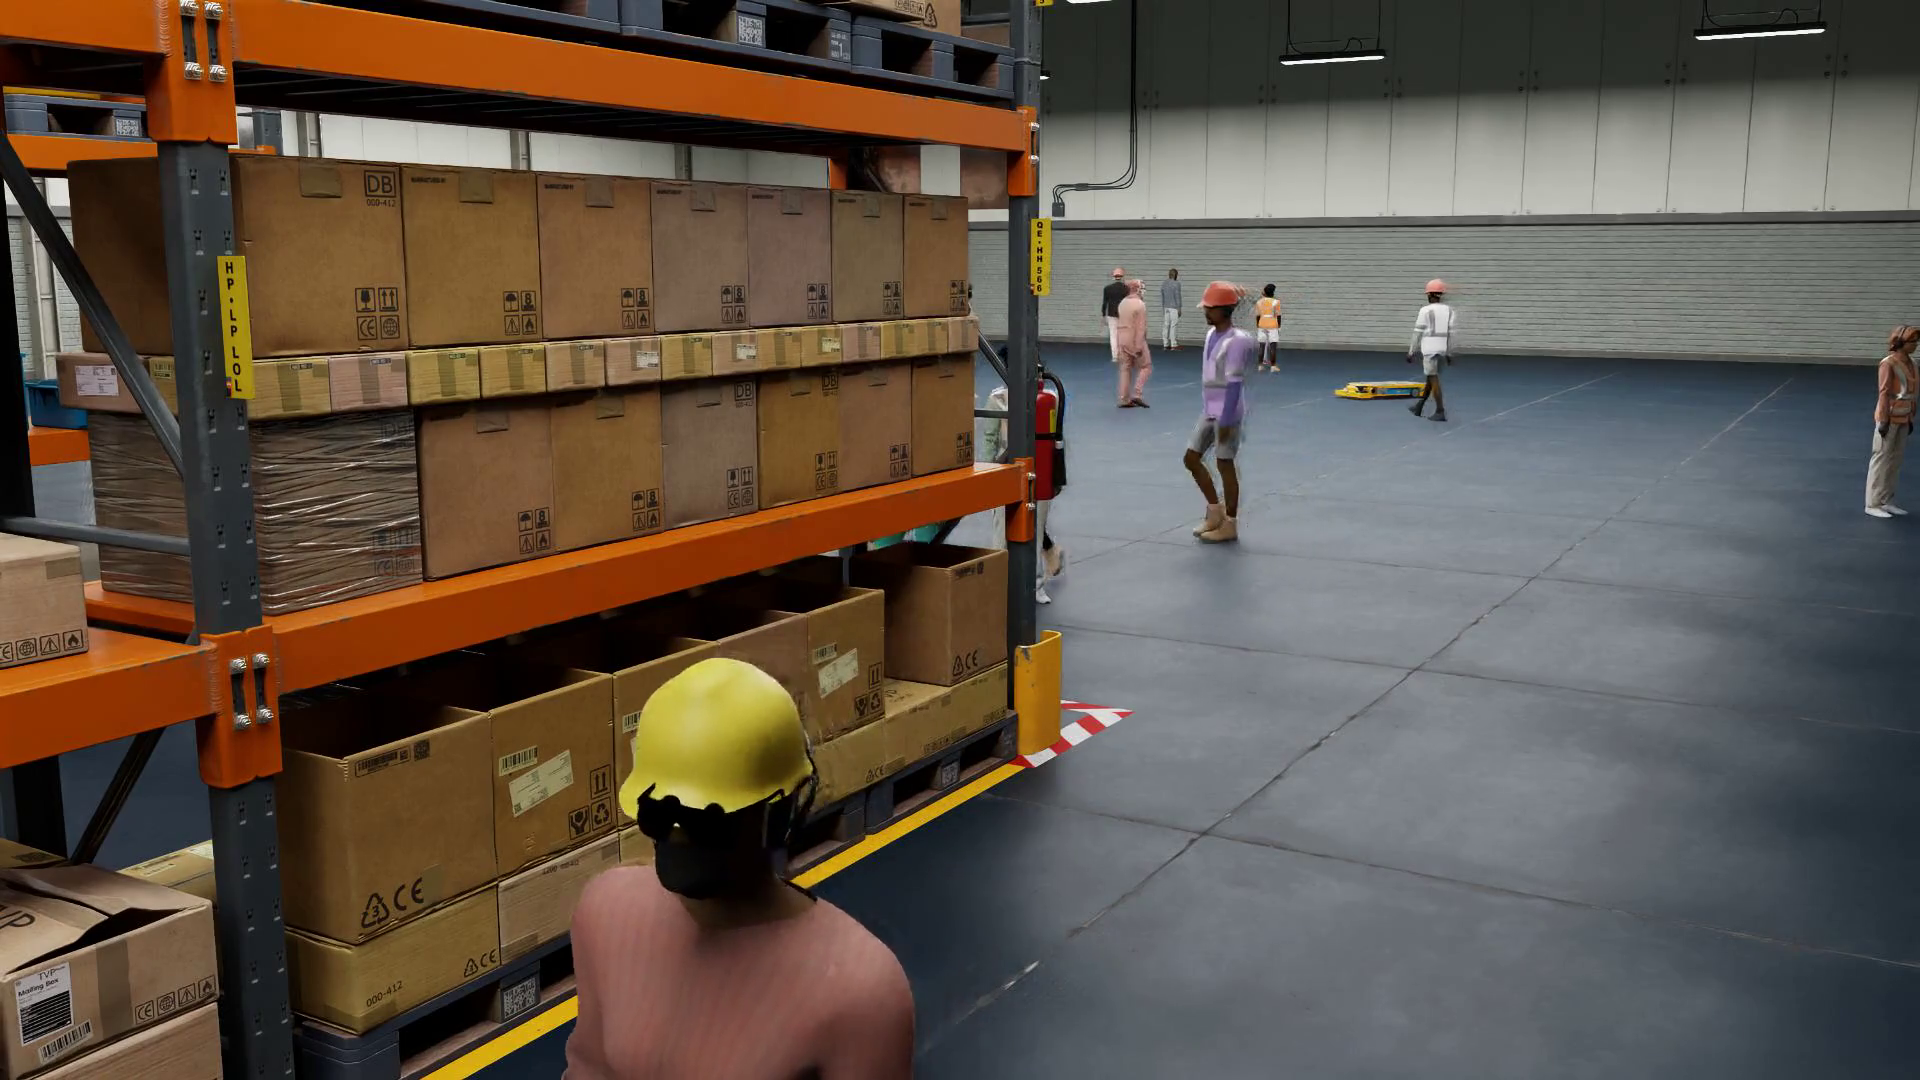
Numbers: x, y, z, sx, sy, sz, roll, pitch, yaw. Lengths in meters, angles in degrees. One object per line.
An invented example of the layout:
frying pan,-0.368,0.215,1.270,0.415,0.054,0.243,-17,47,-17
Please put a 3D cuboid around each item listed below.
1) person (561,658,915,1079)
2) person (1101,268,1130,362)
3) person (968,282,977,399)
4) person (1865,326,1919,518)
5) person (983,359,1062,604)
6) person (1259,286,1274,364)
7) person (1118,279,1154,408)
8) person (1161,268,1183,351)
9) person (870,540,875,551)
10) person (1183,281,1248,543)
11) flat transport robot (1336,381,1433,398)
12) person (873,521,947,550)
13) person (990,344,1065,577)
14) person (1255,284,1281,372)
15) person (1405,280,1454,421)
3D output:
person,-0.264,0.981,2.256,0.527,1.743,0.697,6,11,31
person,3.313,-4.772,35.287,0.629,1.965,0.798,0,10,-1
person,0.063,-3.112,25.981,0.429,1.838,0.647,-1,10,-8
person,7.995,-1.009,14.225,0.523,1.636,0.310,-7,12,-36
person,0.401,-0.395,10.628,0.523,1.638,0.310,-3,10,-15
person,6.377,-4.478,34.549,0.268,1.631,0.509,-1,10,-4
person,2.583,-2.872,24.408,0.521,1.889,0.647,-5,11,-29
person,5.017,-5.448,39.333,0.373,1.940,0.629,-7,12,-34
person,-0.467,-0.736,12.088,0.523,1.815,0.759,-6,11,-32
person,1.979,-0.973,12.844,0.506,2.029,0.619,-2,10,-14
flat transport robot,6.723,-2.379,26.241,1.431,0.197,0.652,-4,10,-21
person,-0.265,-0.229,9.292,0.550,1.752,0.372,7,12,35
person,0.456,-0.494,11.150,0.766,1.660,0.551,-8,13,-40
person,5.939,-4.072,31.984,0.529,1.697,0.321,7,12,36
person,6.385,-2.584,22.713,0.549,1.891,0.963,-5,11,-27
